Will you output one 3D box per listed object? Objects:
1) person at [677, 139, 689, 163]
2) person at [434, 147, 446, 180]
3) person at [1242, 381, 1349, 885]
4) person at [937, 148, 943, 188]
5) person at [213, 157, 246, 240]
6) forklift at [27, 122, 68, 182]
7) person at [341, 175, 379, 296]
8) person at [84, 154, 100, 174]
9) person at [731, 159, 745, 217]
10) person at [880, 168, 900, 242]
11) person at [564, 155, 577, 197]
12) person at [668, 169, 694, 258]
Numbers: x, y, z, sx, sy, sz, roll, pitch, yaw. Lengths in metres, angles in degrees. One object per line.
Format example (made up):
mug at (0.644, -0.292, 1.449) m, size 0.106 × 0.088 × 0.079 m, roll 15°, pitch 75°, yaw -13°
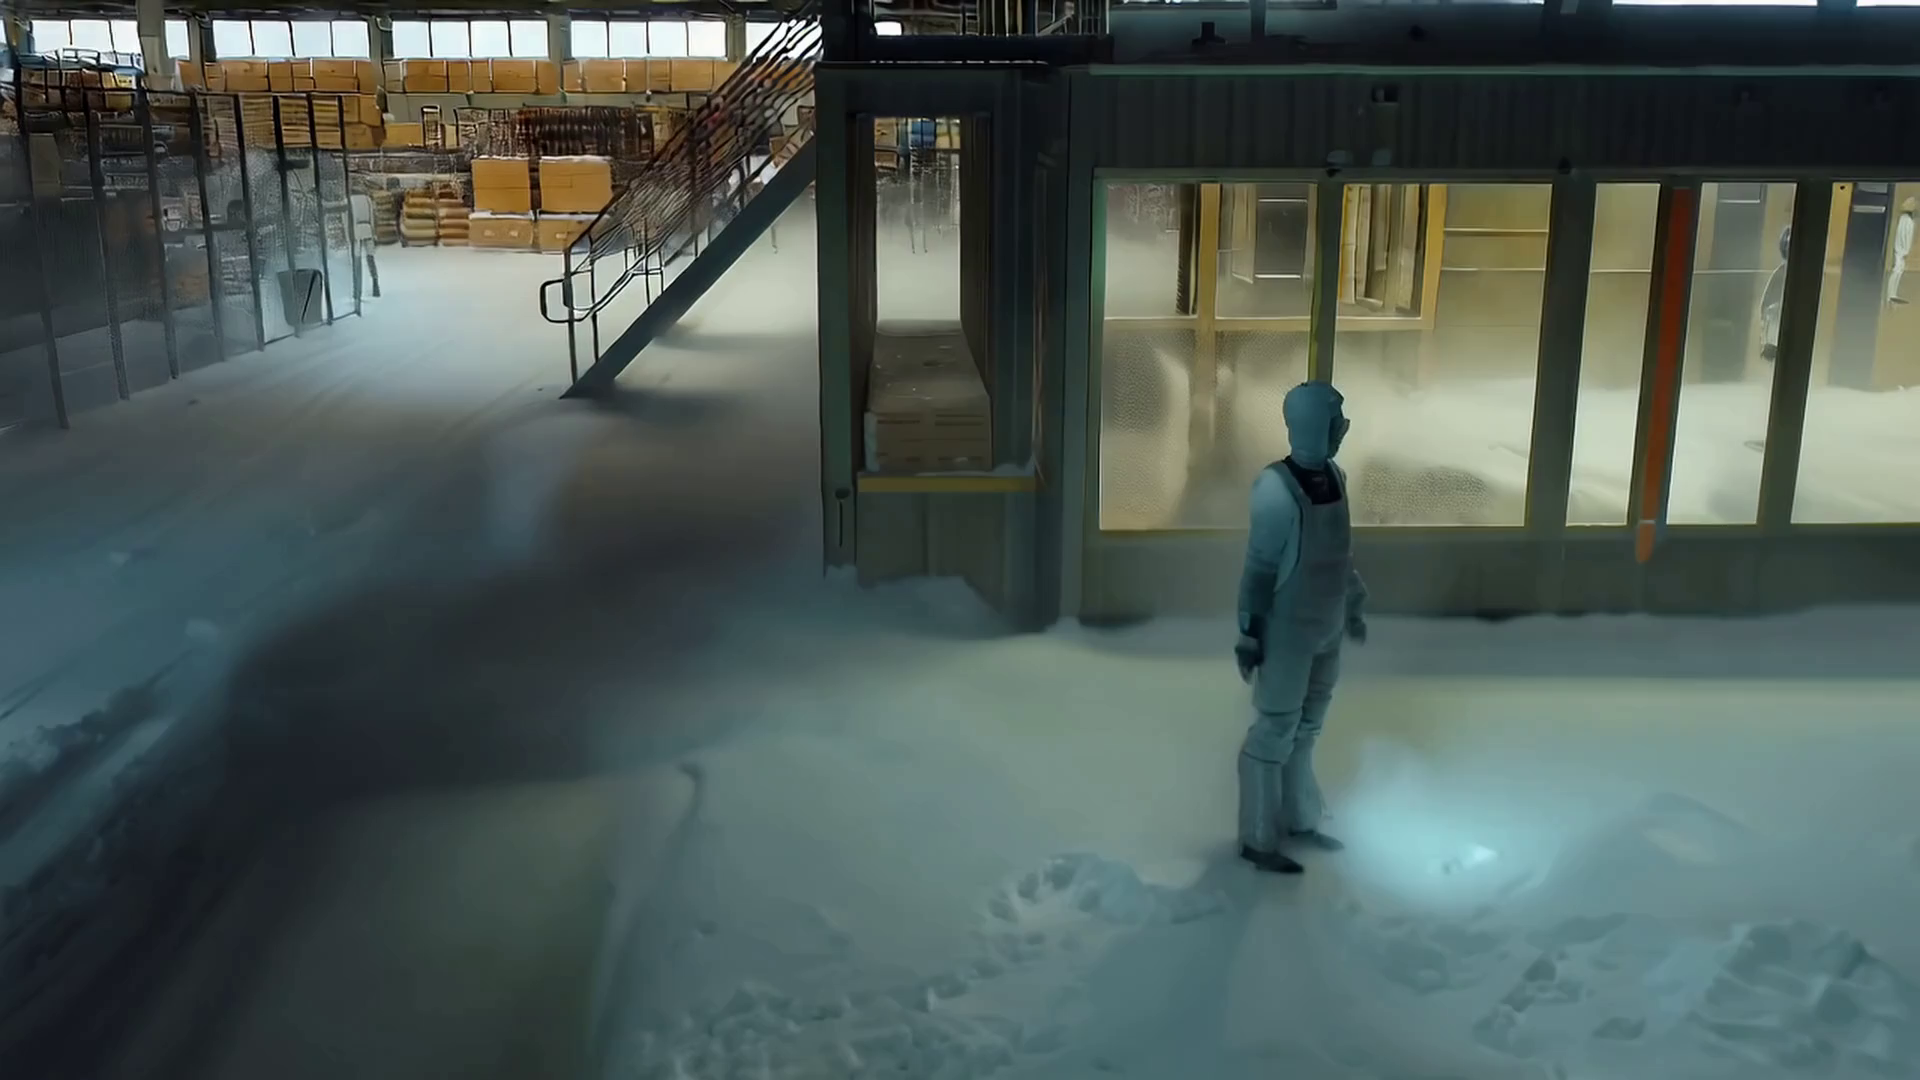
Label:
person at (-13.833, -19.036, 83.152) m, size 0.630 × 2.030 × 0.689 m, roll -1°, pitch 14°, yaw -5°
person at (-21.368, -15.255, 68.506) m, size 0.931 × 1.784 × 0.621 m, roll -6°, pitch 15°, yaw -21°
person at (1.252, 0.331, 6.111) m, size 0.345 × 1.846 × 0.506 m, roll 13°, pitch 19°, yaw 42°
person at (-0.932, -16.225, 72.445) m, size 0.309 × 1.769 × 0.523 m, roll 4°, pitch 15°, yaw 15°
person at (-17.549, -8.209, 40.030) m, size 0.622 × 1.944 × 0.994 m, roll 10°, pitch 17°, yaw 35°
forklift at (-35.376, -14.773, 64.377) m, size 1.129 × 2.768 × 1.873 m, roll -1°, pitch 14°, yaw -2°
person at (-9.698, -4.926, 26.932) m, size 0.551 × 1.937 × 0.357 m, roll -8°, pitch 16°, yaw -29°
person at (-32.660, -13.855, 62.717) m, size 0.641 × 1.893 × 0.448 m, roll 11°, pitch 18°, yaw 36°
person at (-5.616, -8.770, 42.297) m, size 0.379 × 1.937 × 0.548 m, roll 1°, pitch 14°, yaw 6°
person at (-1.706, -7.898, 39.233) m, size 0.391 × 1.724 × 0.484 m, roll -2°, pitch 14°, yaw -10°
person at (-14.408, -13.415, 61.510) m, size 0.506 × 1.615 × 0.573 m, roll -1°, pitch 14°, yaw -6°
person at (-5.799, -6.797, 34.642) m, size 0.545 × 1.821 × 0.608 m, roll 1°, pitch 14°, yaw 4°
